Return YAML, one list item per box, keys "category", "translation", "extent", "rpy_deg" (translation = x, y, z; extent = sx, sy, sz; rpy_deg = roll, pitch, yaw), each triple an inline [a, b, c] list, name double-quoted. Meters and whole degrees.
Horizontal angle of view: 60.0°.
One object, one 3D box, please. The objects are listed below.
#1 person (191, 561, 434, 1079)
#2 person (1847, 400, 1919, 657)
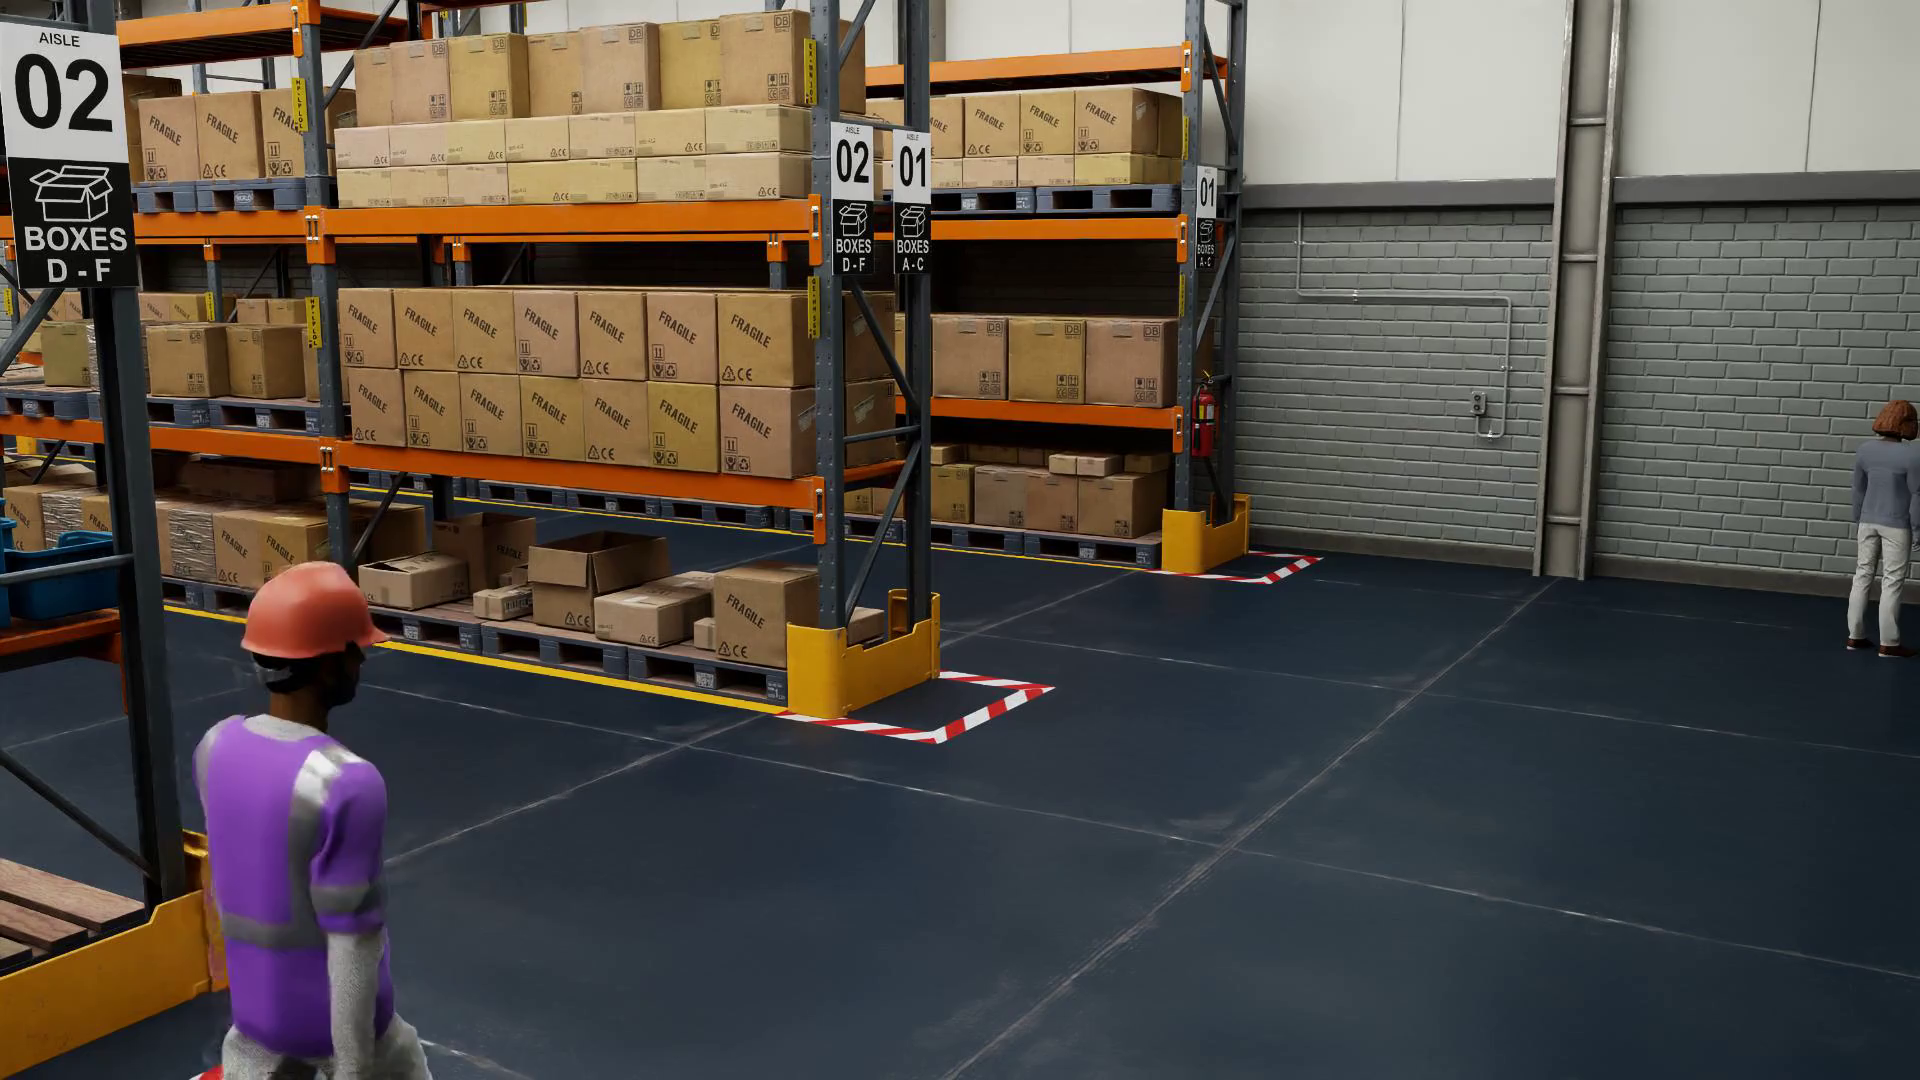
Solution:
- category: "person"
  translation: [-1.436, 0.993, 3.550]
  extent: [0.545, 1.904, 0.936]
  rpy_deg: [5, 11, 27]
- category: "person"
  translation: [5.893, -0.074, 10.563]
  extent: [0.282, 1.633, 0.500]
  rpy_deg: [-4, 10, -22]
